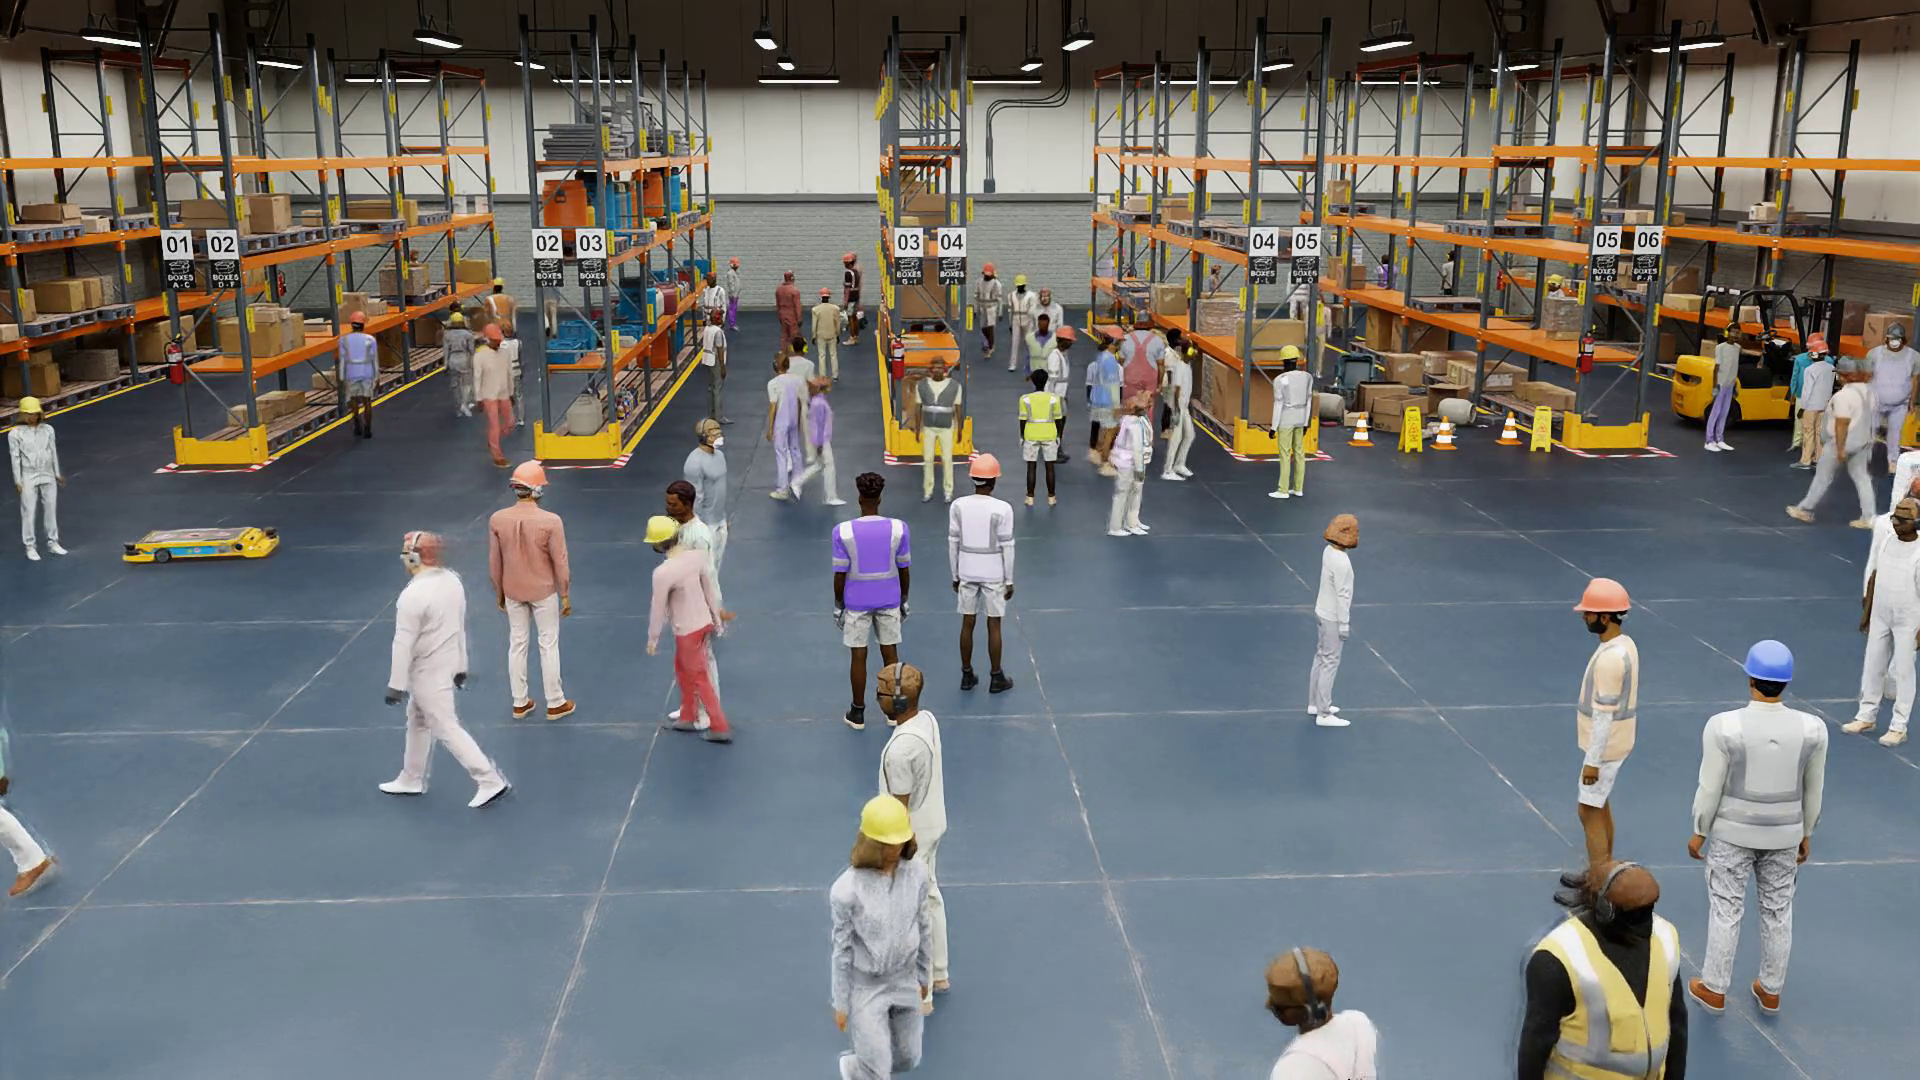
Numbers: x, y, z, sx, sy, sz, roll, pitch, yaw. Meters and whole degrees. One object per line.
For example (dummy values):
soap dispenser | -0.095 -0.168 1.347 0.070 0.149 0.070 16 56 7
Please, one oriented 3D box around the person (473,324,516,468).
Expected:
person | -6.387 -1.983 22.794 0.520 1.980 0.646 10 17 36

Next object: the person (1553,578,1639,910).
person | 3.676 1.166 9.591 0.390 1.923 0.549 7 15 26

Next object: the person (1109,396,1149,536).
person | 1.946 -0.827 18.671 0.583 1.606 0.546 -1 13 -5

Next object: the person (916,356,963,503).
person | -0.248 -1.365 20.496 0.578 1.832 0.412 2 13 8

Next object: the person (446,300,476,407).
person | -8.380 -3.105 27.869 0.417 1.834 0.582 5 14 22

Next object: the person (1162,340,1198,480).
person | 2.935 -1.730 22.050 0.447 1.846 0.605 5 14 20

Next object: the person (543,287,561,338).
person | -9.478 -5.528 38.312 0.560 1.743 0.387 -5 14 -20

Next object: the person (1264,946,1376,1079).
person | 1.231 2.179 5.517 0.706 1.827 0.392 -12 18 -41

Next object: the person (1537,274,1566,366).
person | 11.899 -4.411 33.394 0.403 1.835 0.588 -1 13 -4

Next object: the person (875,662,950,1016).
person | -0.249 1.496 8.376 0.342 1.838 0.502 4 14 16

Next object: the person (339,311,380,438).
person | -9.069 -2.500 25.132 0.596 1.904 0.585 -4 14 -15

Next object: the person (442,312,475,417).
person | -8.122 -2.829 26.962 0.497 1.716 0.637 -2 13 -9

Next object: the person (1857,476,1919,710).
person | 7.349 0.400 12.943 0.590 1.862 0.509 2 13 8

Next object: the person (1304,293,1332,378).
person | 6.811 -3.891 31.650 0.518 1.622 0.361 1 13 4

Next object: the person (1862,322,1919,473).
person | 12.481 -1.908 22.352 0.688 2.000 0.537 6 15 25

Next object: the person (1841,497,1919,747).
person | 6.855 0.590 12.185 0.348 1.847 0.505 -6 15 -25

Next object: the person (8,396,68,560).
person | -9.832 -0.669 17.738 0.319 1.742 0.492 8 16 31

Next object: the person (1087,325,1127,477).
person | 2.002 -1.840 22.125 0.419 2.019 0.666 0 13 2

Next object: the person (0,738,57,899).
person | -5.605 1.239 9.366 0.620 1.893 0.970 7 15 28

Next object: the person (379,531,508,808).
person | -3.461 0.859 11.007 0.957 1.870 0.640 1 13 6

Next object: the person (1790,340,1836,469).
person | 11.647 -1.848 22.709 0.575 1.749 0.335 -7 15 -26

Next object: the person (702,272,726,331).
person | -4.955 -4.448 33.445 0.583 1.882 0.337 9 16 34

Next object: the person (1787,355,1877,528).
person | 10.231 -1.166 19.207 0.694 2.000 1.007 -8 15 -29

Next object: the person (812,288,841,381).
person | -2.509 -3.843 31.159 0.561 1.753 0.331 -4 14 -17

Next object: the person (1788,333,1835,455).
person | 12.153 -2.097 23.793 0.360 1.744 0.568 -11 17 -39

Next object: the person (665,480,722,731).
person | -2.009 0.479 12.537 0.392 1.908 0.585 -7 15 -27

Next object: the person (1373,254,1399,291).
person | 10.096 -5.872 39.564 0.626 1.846 0.429 -3 14 -11

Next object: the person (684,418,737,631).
person | -2.273 -0.153 15.138 0.372 1.940 0.630 3 14 13

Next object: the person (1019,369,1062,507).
person | 0.975 -1.237 20.254 0.531 1.693 0.320 0 13 0

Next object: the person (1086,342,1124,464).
person | 2.000 -1.902 23.067 0.535 1.693 0.322 3 14 14

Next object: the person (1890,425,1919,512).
person | 8.972 -0.232 15.625 0.601 1.859 0.730 1 13 6

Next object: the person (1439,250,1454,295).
person | 11.977 -6.153 40.698 0.513 1.872 0.328 -5 14 -20

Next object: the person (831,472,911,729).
person | -0.666 0.454 12.505 0.607 1.966 0.367 -3 14 -14

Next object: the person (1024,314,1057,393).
person | 1.293 -2.567 25.560 0.606 1.858 1.073 2 13 7

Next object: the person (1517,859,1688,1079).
person | 2.388 2.011 6.280 0.622 1.806 0.911 -6 14 -22
